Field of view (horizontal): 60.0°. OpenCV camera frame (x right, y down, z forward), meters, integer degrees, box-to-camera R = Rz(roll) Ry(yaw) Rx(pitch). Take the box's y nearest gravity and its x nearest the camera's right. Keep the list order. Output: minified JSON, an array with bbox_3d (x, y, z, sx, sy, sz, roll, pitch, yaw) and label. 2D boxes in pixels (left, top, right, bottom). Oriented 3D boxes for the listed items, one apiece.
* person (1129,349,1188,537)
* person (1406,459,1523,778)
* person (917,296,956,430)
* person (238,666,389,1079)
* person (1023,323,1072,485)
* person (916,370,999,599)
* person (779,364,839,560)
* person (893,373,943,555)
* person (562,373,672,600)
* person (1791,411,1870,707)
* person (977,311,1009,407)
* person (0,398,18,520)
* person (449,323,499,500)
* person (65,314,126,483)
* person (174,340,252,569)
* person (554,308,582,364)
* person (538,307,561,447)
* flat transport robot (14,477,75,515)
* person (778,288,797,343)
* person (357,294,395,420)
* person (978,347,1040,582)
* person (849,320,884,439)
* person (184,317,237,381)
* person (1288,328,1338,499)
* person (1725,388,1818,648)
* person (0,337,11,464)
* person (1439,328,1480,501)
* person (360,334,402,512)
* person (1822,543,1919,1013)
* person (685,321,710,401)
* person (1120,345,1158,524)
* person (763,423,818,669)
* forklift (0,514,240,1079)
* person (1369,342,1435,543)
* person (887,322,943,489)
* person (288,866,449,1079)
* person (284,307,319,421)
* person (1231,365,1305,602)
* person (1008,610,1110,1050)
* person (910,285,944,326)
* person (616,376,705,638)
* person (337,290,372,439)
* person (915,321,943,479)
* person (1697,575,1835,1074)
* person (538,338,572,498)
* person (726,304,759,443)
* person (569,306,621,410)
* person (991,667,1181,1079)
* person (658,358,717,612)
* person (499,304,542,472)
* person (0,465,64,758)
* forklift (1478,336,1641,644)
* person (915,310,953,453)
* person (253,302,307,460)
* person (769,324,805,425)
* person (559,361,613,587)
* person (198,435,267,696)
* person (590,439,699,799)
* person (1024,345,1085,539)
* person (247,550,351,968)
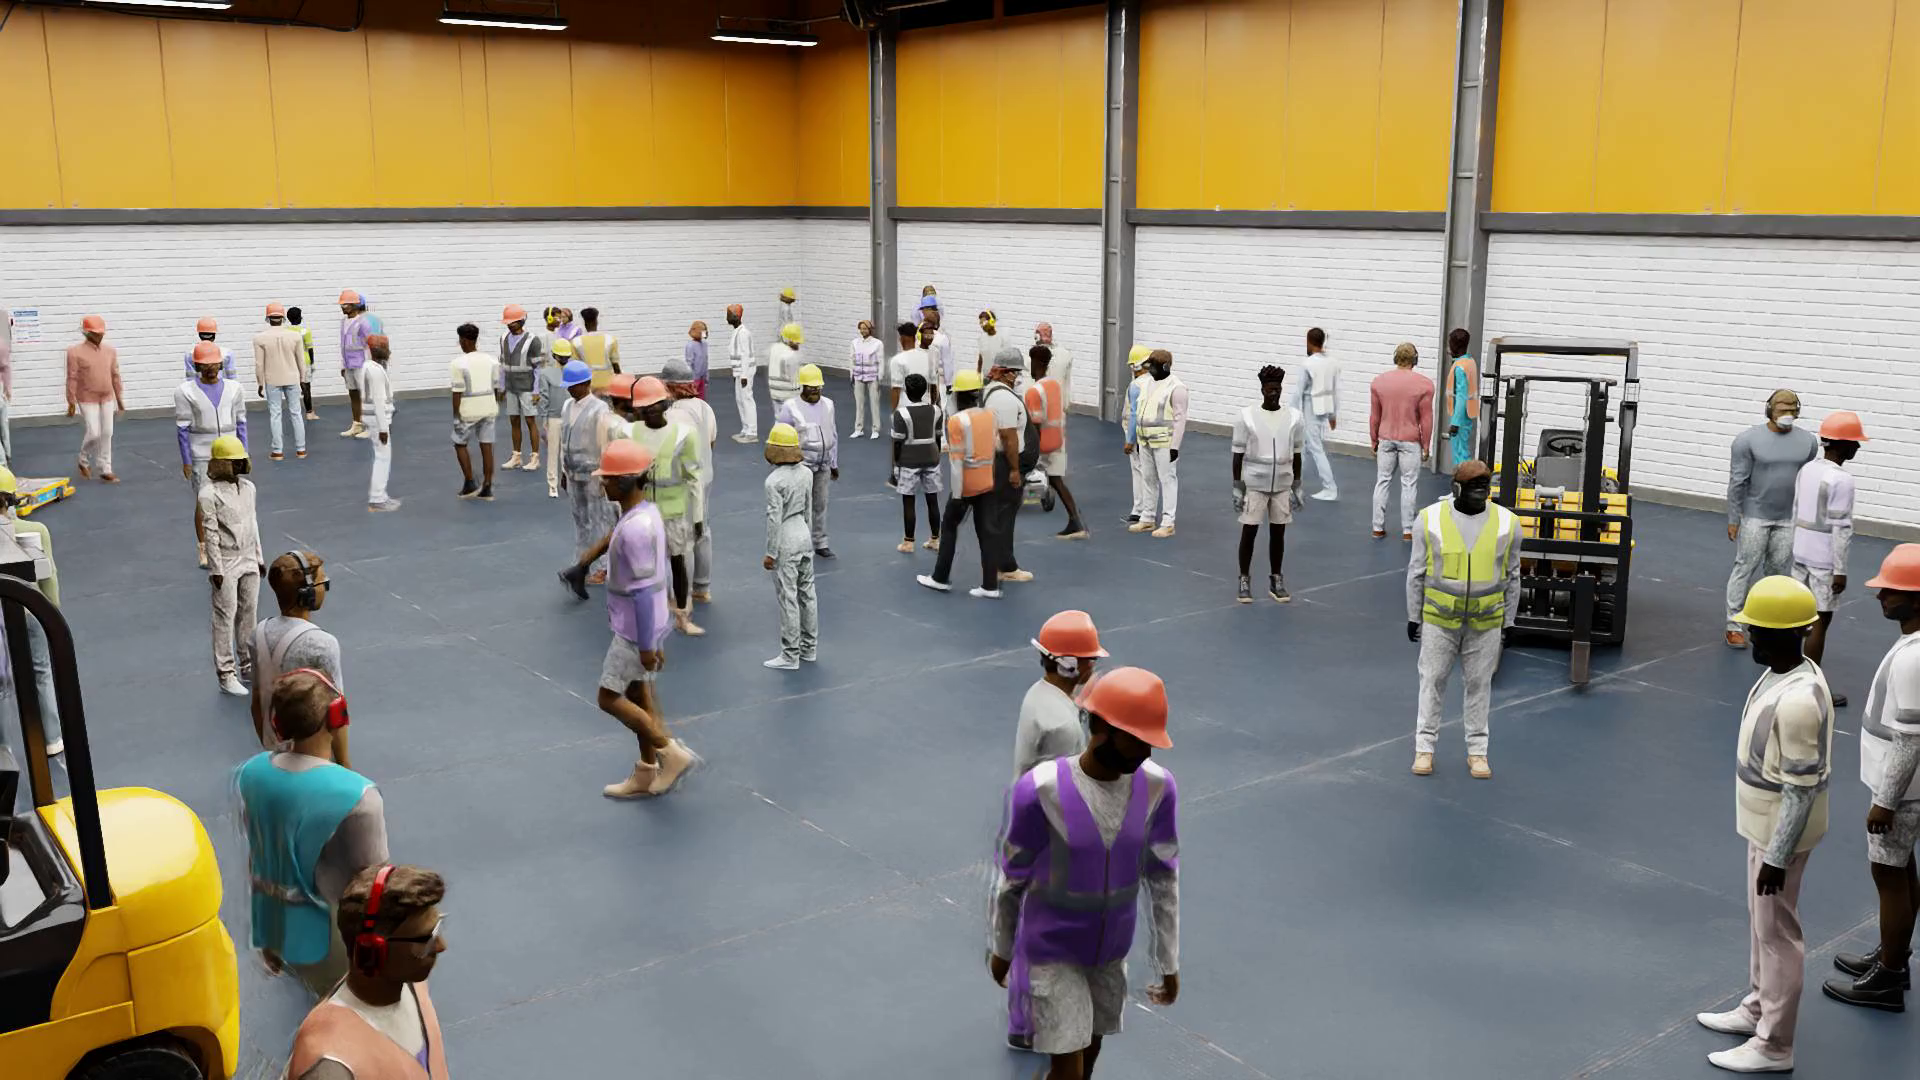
[{"bbox_3d":[1.940,-0.954,16.326,0.429,1.845,0.624,-8,14,-34],"label":"person"},{"bbox_3d":[2.878,0.450,9.540,0.633,1.846,0.429,2,12,11],"label":"person"},{"bbox_3d":[-0.322,-2.548,23.895,0.570,1.907,0.661,-2,12,-10],"label":"person"},{"bbox_3d":[-2.050,1.308,5.446,0.594,1.824,0.481,8,14,35],"label":"person"},{"bbox_3d":[0.957,-1.511,18.873,0.636,1.903,0.405,-7,14,-32],"label":"person"},{"bbox_3d":[-0.006,-0.468,13.838,0.874,1.892,0.597,11,16,42],"label":"person"},{"bbox_3d":[-1.351,-0.690,15.112,0.597,1.824,0.404,-10,15,-40],"label":"person"},{"bbox_3d":[-0.392,-0.708,15.509,0.535,1.694,0.320,-6,13,-28],"label":"person"},{"bbox_3d":[-2.799,-0.413,13.577,0.837,1.903,0.548,-5,13,-22],"label":"person"},{"bbox_3d":[5.681,0.116,10.924,0.379,1.937,0.548,0,12,-1],"label":"person"},{"bbox_3d":[0.423,-2.071,21.748,0.557,1.835,0.575,7,14,32],"label":"person"},{"bbox_3d":[-9.361,-0.816,15.937,0.331,1.734,0.487,9,15,37],"label":"person"},{"bbox_3d":[-5.317,-1.399,18.204,0.630,1.952,0.492,-11,16,-44],"label":"person"},{"bbox_3d":[-9.999,-1.630,19.262,0.509,1.971,0.640,6,13,26],"label":"person"},{"bbox_3d":[-6.684,-0.771,14.954,0.609,2.044,0.396,-10,16,-41],"label":"person"},{"bbox_3d":[-5.990,-2.740,25.481,0.512,1.629,0.322,4,12,18],"label":"person"},{"bbox_3d":[-5.483,-2.157,22.084,0.421,1.868,0.746,2,12,8],"label":"person"},{"bbox_3d":[-10.112,-0.478,17.838,0.652,0.197,1.431,-2,12,-8],"label":"flat transport robot"},{"bbox_3d":[-3.097,-3.657,29.731,0.344,1.708,0.671,-2,12,-10],"label":"person"},{"bbox_3d":[-8.574,-2.596,24.053,0.457,1.920,0.622,6,13,26],"label":"person"},{"bbox_3d":[0.427,-0.673,14.485,0.537,2.000,0.675,-3,12,-15],"label":"person"},{"bbox_3d":[-1.283,-2.209,22.878,0.511,1.641,0.309,5,13,22],"label":"person"},{"bbox_3d":[-8.634,-1.607,19.242,0.542,1.939,0.361,-5,13,-24],"label":"person"},{"bbox_3d":[3.878,-1.403,18.395,0.876,1.882,0.599,10,16,41],"label":"person"},{"bbox_3d":[5.951,-0.155,12.236,0.635,1.936,0.353,0,12,-2],"label":"person"},{"bbox_3d":[-12.105,-1.836,20.474,0.806,1.907,0.343,-8,14,-35],"label":"person"},{"bbox_3d":[5.381,-1.312,17.876,0.399,1.916,0.590,5,13,23],"label":"person"},{"bbox_3d":[-6.178,-1.234,17.645,0.409,1.877,0.602,-6,13,-26],"label":"person"},{"bbox_3d":[3.826,0.967,6.820,0.361,1.935,0.552,9,15,37],"label":"person"},{"bbox_3d":[-3.624,-2.209,22.923,0.311,1.623,0.505,4,12,20],"label":"person"},{"bbox_3d":[1.850,-1.072,16.943,0.403,1.822,0.589,8,14,34],"label":"person"},{"bbox_3d":[-1.222,0.042,11.755,0.305,1.745,0.483,7,14,30],"label":"person"},{"bbox_3d":[-3.687,1.115,5.480,2.313,2.155,1.214,-9,15,-36],"label":"forklift"},{"bbox_3d":[4.254,-0.944,16.078,0.625,1.931,0.379,8,14,33],"label":"person"},{"bbox_3d":[-0.546,-1.486,18.773,0.667,1.905,0.941,-8,14,-35],"label":"person"},{"bbox_3d":[-1.358,1.636,3.856,0.395,1.834,0.616,1,12,2],"label":"person"},{"bbox_3d":[-9.801,-2.597,24.606,0.537,1.698,0.320,1,12,3],"label":"person"},{"bbox_3d":[2.530,-0.460,13.641,0.640,1.961,0.364,-1,12,-7],"label":"person"},{"bbox_3d":[0.381,1.127,6.542,0.392,1.739,0.577,0,12,-1],"label":"person"},{"bbox_3d":[-0.496,-3.025,26.094,0.627,1.940,0.373,-10,15,-39],"label":"person"},{"bbox_3d":[-2.236,-0.218,12.390,0.648,2.025,0.553,0,12,0],"label":"person"},{"bbox_3d":[-8.313,-2.403,22.834,0.605,2.044,0.375,8,14,34],"label":"person"},{"bbox_3d":[-0.422,-1.656,19.684,0.516,1.861,0.319,-10,15,-39],"label":"person"},{"bbox_3d":[3.072,1.079,6.307,0.383,1.924,0.589,4,12,20],"label":"person"},{"bbox_3d":[-4.404,-1.359,18.475,0.523,1.765,0.316,-7,14,-31],"label":"person"},{"bbox_3d":[-2.957,-2.251,22.554,0.379,1.868,0.583,-3,12,-16],"label":"person"},{"bbox_3d":[-4.562,-1.950,20.864,0.647,1.951,0.411,-3,12,-15],"label":"person"},{"bbox_3d":[0.405,1.293,5.344,0.559,1.889,0.621,-5,13,-22],"label":"person"},{"bbox_3d":[-2.279,-0.448,13.399,0.535,2.000,0.674,4,12,20],"label":"person"},{"bbox_3d":[-5.342,-1.840,20.140,0.605,2.034,0.392,5,13,24],"label":"person"},{"bbox_3d":[-5.584,0.438,9.787,0.525,1.769,0.313,-5,13,-23],"label":"person"},{"bbox_3d":[4.683,-0.471,13.136,1.214,2.155,2.313,4,12,20],"label":"forklift"},{"bbox_3d":[-0.345,-2.060,21.663,0.630,1.846,0.429,8,14,34],"label":"person"},{"bbox_3d":[-8.579,-2.004,21.026,0.609,1.995,0.376,-8,14,-32],"label":"person"},{"bbox_3d":[-2.114,-1.757,20.368,0.406,1.783,0.637,-10,15,-39],"label":"person"},{"bbox_3d":[-3.212,-0.572,14.248,0.604,1.938,0.402,9,15,36],"label":"person"},{"bbox_3d":[-4.852,0.161,11.185,0.321,1.741,0.494,3,12,15],"label":"person"},{"bbox_3d":[-1.767,0.453,9.079,0.466,2.027,0.617,-1,12,-2],"label":"person"},{"bbox_3d":[0.762,-0.951,16.212,1.060,1.884,0.600,9,15,37],"label":"person"},{"bbox_3d":[-2.785,0.953,7.105,0.506,1.846,0.350,6,13,28],"label":"person"}]
